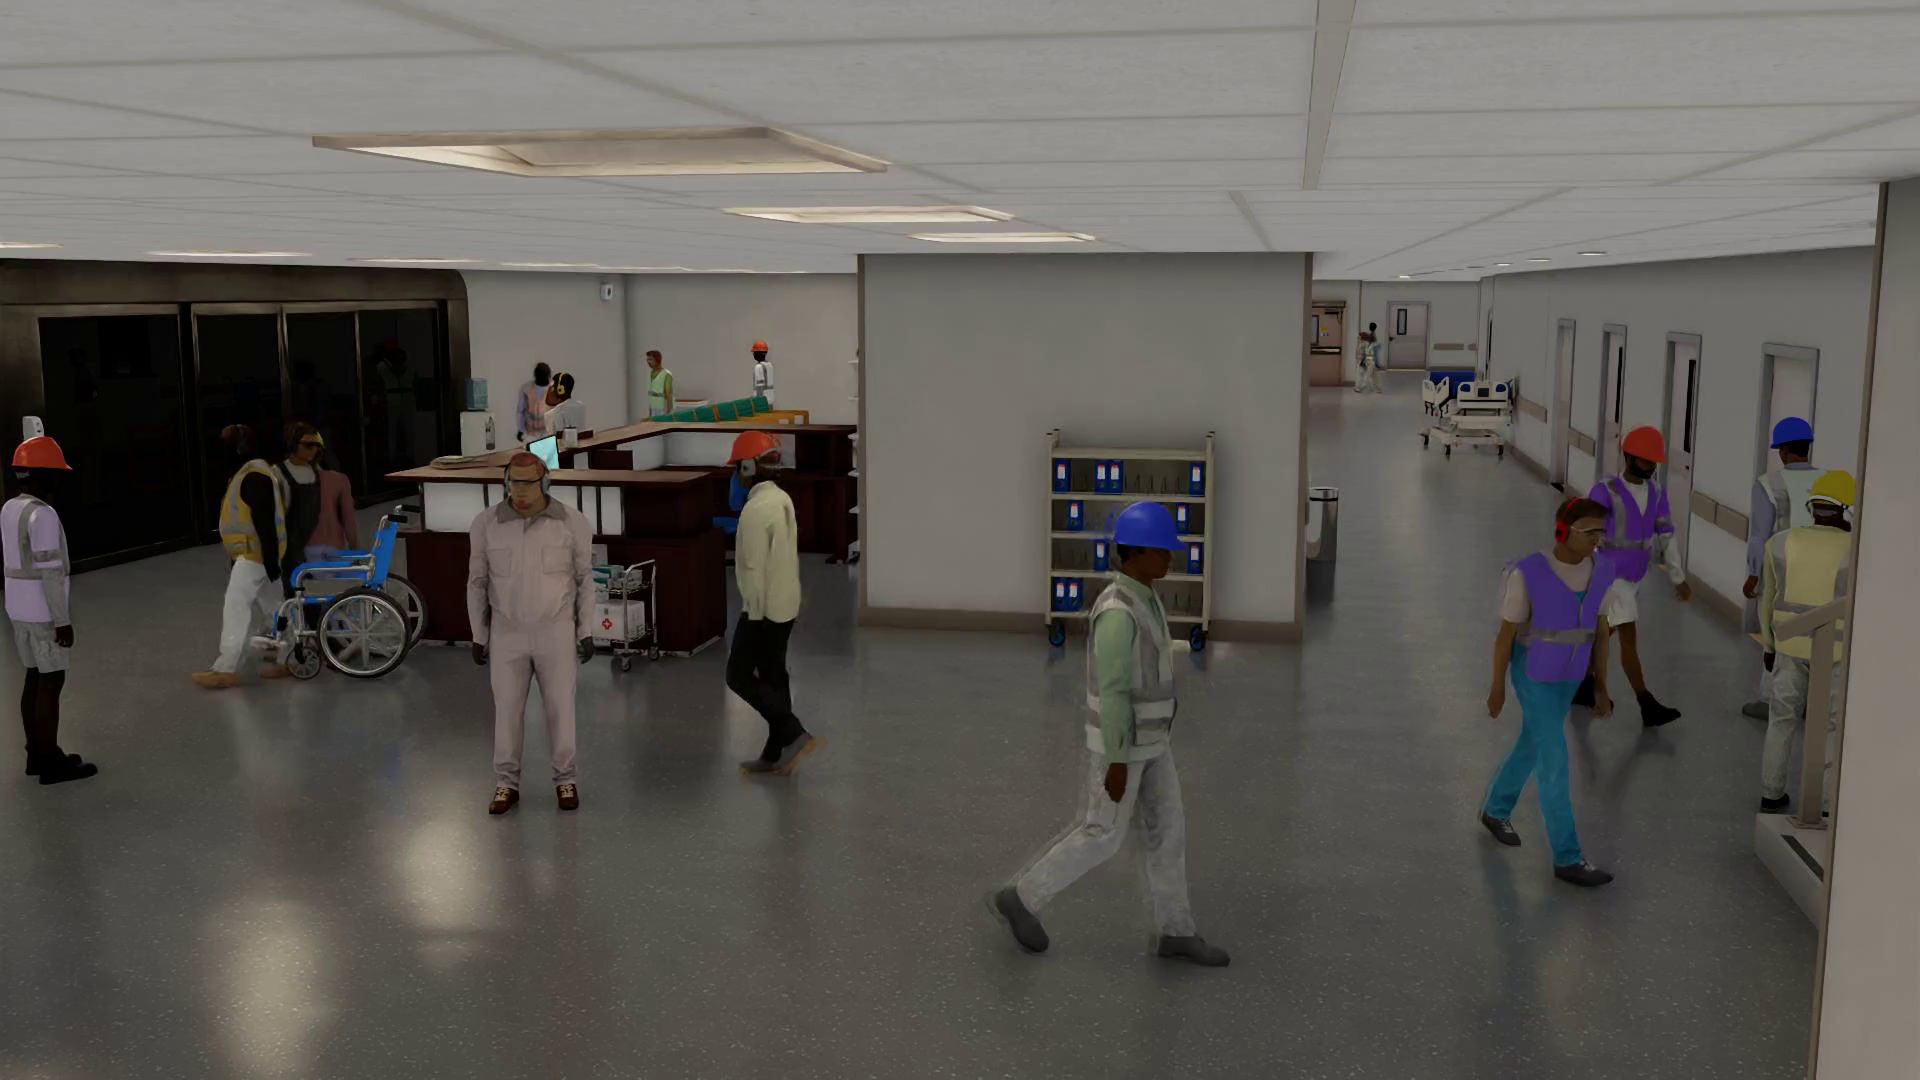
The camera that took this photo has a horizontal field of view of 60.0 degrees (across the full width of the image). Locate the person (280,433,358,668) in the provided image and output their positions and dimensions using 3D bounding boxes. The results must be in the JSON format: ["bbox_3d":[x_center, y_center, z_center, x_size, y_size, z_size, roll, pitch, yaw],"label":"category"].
[{"bbox_3d":[-4.714,0.051,12.181,0.544,1.721,0.895,-7,11,-39],"label":"person"}]

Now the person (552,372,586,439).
[{"bbox_3d":[-4.159,-0.855,17.761,0.332,1.862,0.507,4,9,24],"label":"person"}]

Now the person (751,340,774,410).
[{"bbox_3d":[-3.142,-2.194,26.379,0.373,1.939,0.545,2,9,15],"label":"person"}]

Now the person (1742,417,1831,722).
[{"bbox_3d":[5.258,0.193,10.543,0.605,1.937,0.415,-1,9,-6],"label":"person"}]

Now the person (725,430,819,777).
[{"bbox_3d":[-1.074,0.373,9.274,0.499,1.964,0.615,2,9,16],"label":"person"}]

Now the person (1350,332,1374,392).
[{"bbox_3d":[10.757,-4.744,44.342,0.640,1.621,0.526,0,9,0],"label":"person"}]

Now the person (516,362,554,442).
[{"bbox_3d":[-5.493,-1.443,21.929,0.620,1.798,0.955,0,9,1],"label":"person"}]

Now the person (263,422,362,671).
[{"bbox_3d":[-4.715,0.048,11.999,0.972,1.783,0.518,3,9,18],"label":"person"}]

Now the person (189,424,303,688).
[{"bbox_3d":[-5.009,0.110,11.502,0.850,1.810,0.658,-4,10,-26],"label":"person"}]

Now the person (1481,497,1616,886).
[{"bbox_3d":[2.776,0.668,7.895,0.561,1.792,0.943,-4,10,-26],"label":"person"}]

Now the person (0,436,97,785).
[{"bbox_3d":[-5.098,0.388,9.285,0.545,1.929,0.390,8,11,41],"label":"person"}]

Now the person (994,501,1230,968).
[{"bbox_3d":[0.612,0.783,6.716,0.904,1.920,0.624,3,9,19],"label":"person"}]

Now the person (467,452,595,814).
[{"bbox_3d":[-2.242,0.485,8.714,0.651,1.904,0.403,-1,9,-10],"label":"person"}]

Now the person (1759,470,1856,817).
[{"bbox_3d":[4.426,0.551,8.566,0.404,1.823,0.589,-7,11,-41],"label":"person"}]

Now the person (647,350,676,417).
[{"bbox_3d":[-4.479,-1.934,25.013,0.403,1.833,0.630,-8,12,-43],"label":"person"}]

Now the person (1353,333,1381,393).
[{"bbox_3d":[10.750,-4.634,43.707,0.866,1.589,0.507,-2,9,-11],"label":"person"}]

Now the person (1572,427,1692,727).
[{"bbox_3d":[4.271,0.223,10.524,0.578,1.872,0.992,-4,10,-26],"label":"person"}]

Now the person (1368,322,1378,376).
[{"bbox_3d":[13.083,-6.047,52.744,0.316,1.695,0.542,2,9,16],"label":"person"}]
